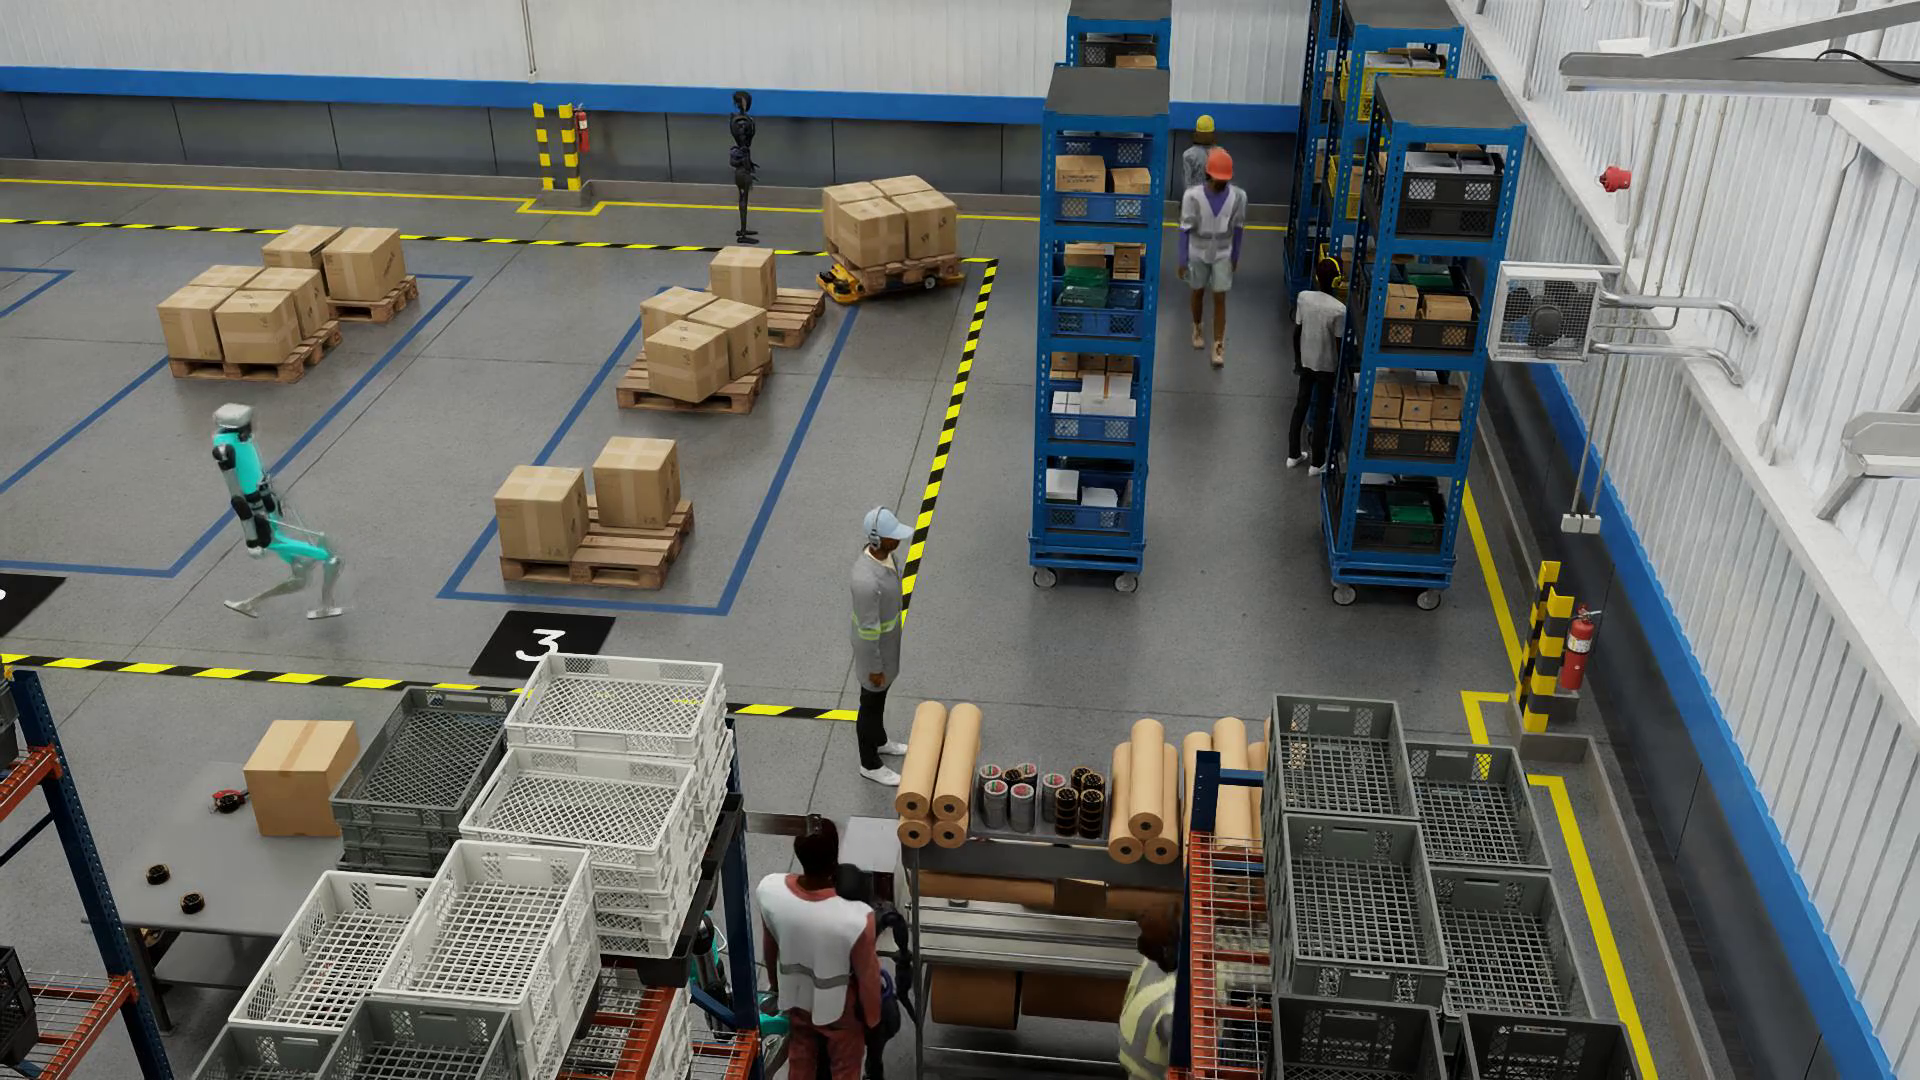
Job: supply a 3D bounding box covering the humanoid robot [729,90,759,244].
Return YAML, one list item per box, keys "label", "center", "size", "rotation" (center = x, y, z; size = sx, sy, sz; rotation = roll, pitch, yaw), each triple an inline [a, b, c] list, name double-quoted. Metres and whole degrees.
- label: "humanoid robot"
  center: [-2.377, -4.136, 18.363]
  size: [0.315, 1.657, 0.599]
  rotation: [-2, 30, -4]

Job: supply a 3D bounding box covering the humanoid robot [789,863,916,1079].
- label: "humanoid robot"
  center: [-0.491, 2.126, 7.610]
  size: [0.593, 1.650, 0.342]
  rotation: [-7, 31, -12]

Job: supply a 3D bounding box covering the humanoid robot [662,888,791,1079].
- label: "humanoid robot"
  center: [-1.008, 2.011, 7.631]
  size: [0.735, 1.673, 0.533]
  rotation: [-17, 34, -26]

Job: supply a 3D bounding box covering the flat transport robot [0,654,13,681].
- label: "flat transport robot"
  center: [-7.142, 0.969, 11.010]
  size: [1.431, 0.231, 0.659]
  rotation: [3, 30, 6]

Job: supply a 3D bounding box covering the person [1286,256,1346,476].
- label: "person"
  center: [2.925, -1.412, 13.507]
  size: [0.329, 1.872, 0.508]
  rotation: [-25, 39, -36]

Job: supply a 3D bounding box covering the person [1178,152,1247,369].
- label: "person"
  center: [2.322, -2.600, 15.423]
  size: [0.620, 1.993, 1.001]
  rotation: [2, 30, 4]

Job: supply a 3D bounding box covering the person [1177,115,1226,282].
- label: "person"
  center: [2.500, -3.547, 17.299]
  size: [0.492, 1.740, 0.314]
  rotation: [-7, 31, -13]

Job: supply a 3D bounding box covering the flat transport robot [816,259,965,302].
- label: "flat transport robot"
  center: [-0.732, -2.801, 17.456]
  size: [1.431, 0.197, 0.652]
  rotation: [-13, 33, -21]

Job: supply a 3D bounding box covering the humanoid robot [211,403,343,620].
- label: "humanoid robot"
  center: [-4.682, -0.129, 11.441]
  size: [1.046, 1.739, 0.558]
  rotation: [-4, 30, -6]

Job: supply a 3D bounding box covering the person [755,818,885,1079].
- label: "person"
  center: [-0.622, 2.056, 7.516]
  size: [0.593, 1.915, 0.407]
  rotation: [15, 33, 24]

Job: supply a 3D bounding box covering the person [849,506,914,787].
- label: "person"
  center: [-0.461, 0.621, 10.033]
  size: [0.390, 1.853, 0.587]
  rotation: [5, 31, 9]

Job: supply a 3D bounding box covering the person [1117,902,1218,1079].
- label: "person"
  center: [0.803, 2.274, 7.258]
  size: [0.957, 1.790, 0.640]
  rotation: [5, 31, 8]
